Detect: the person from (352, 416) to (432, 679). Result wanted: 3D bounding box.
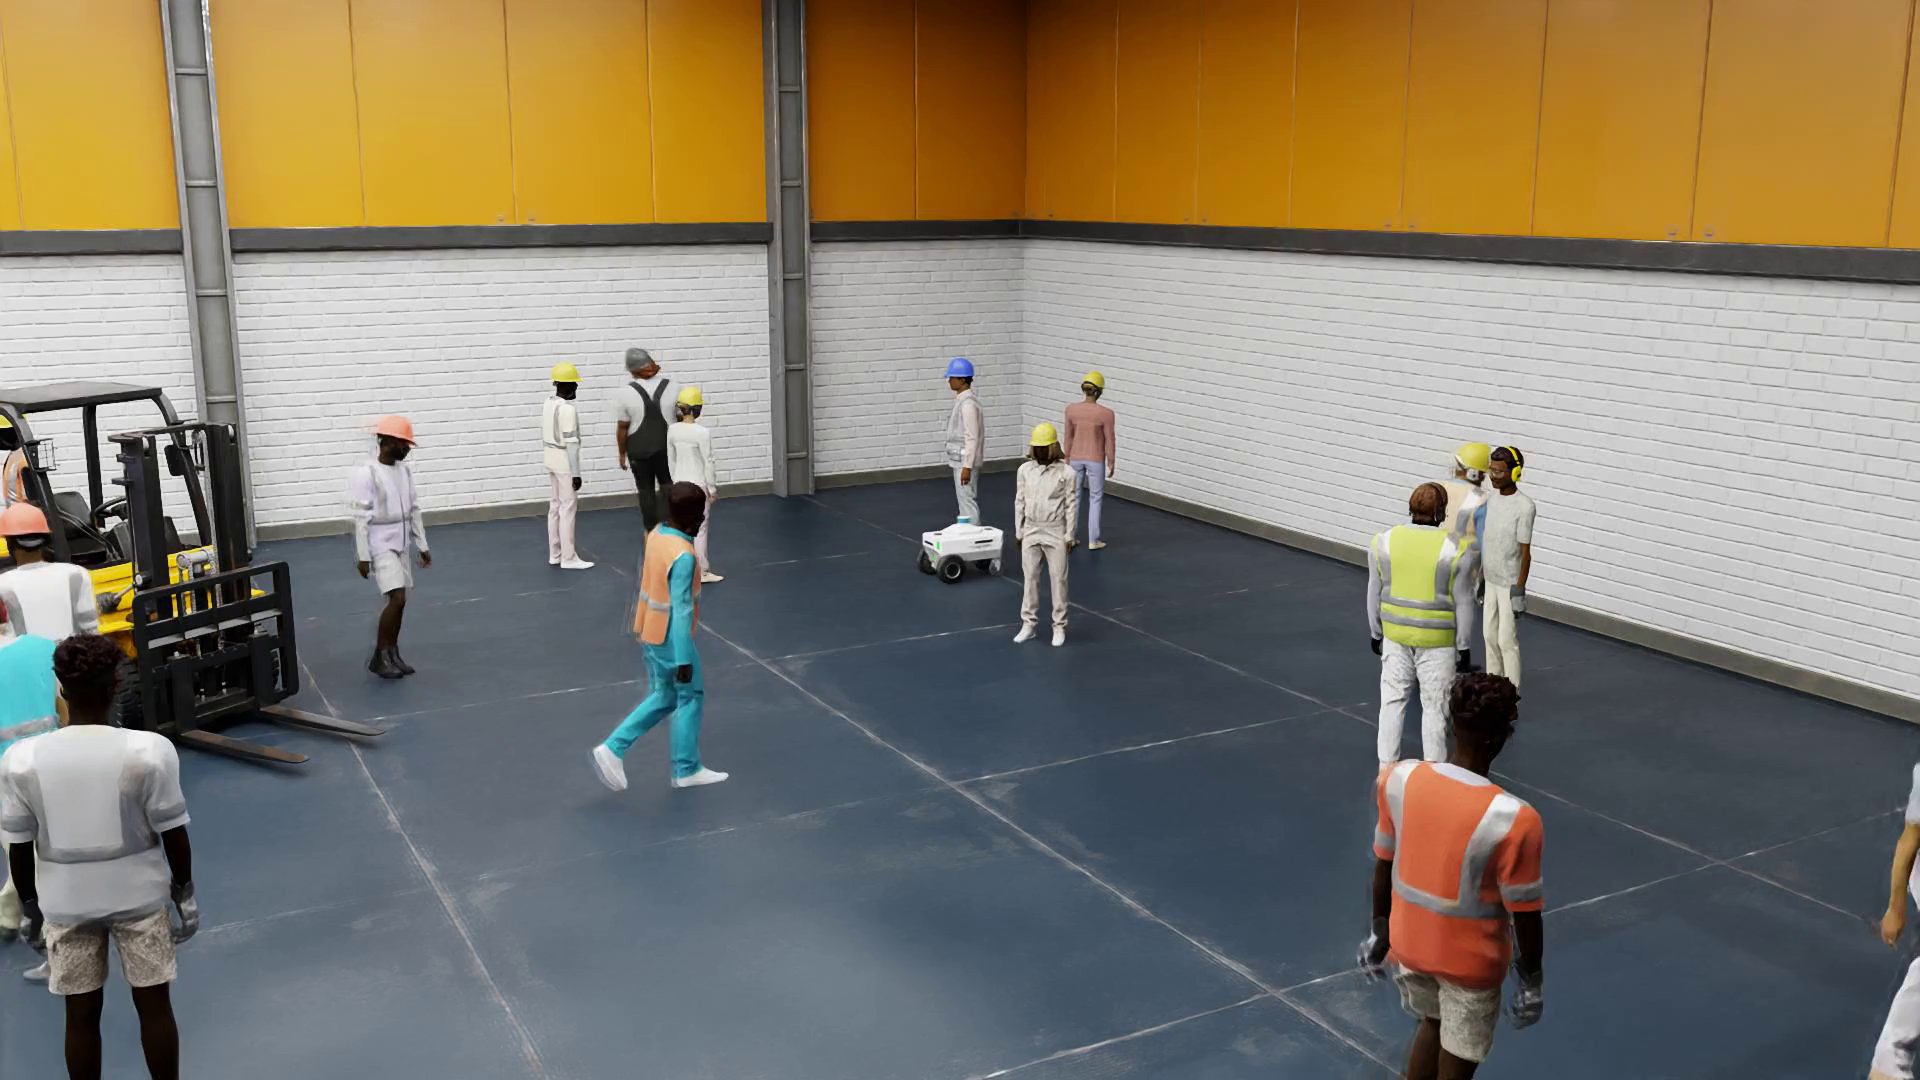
[{"bbox_3d":[-4.077,0.062,12.025,0.485,1.901,0.585,4,13,20],"label":"person"}]

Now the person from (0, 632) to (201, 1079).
[{"bbox_3d":[-3.107,1.295,6.066,0.613,1.963,0.361,-3,12,-12],"label":"person"}]

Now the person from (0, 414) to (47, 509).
[{"bbox_3d":[-7.135,-0.094,12.702,0.397,1.917,0.594,-8,14,-32],"label":"person"}]

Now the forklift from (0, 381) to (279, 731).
[{"bbox_3d":[-5.853,0.085,11.199,2.313,2.155,1.214,7,14,28],"label":"forklift"}]

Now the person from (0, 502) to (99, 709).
[{"bbox_3d":[-4.923,0.739,8.846,0.809,1.895,0.586,10,15,38],"label":"person"}]

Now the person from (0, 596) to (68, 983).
[{"bbox_3d":[-4.316,1.079,7.505,0.933,1.787,0.623,6,13,26],"label":"person"}]

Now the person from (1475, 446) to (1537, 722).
[{"bbox_3d":[3.577,0.296,11.012,0.334,1.860,0.509,-3,12,-13],"label":"person"}]

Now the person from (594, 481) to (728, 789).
[{"bbox_3d":[-1.745,0.582,9.651,0.726,1.876,0.609,-6,13,-26],"label":"person"}]

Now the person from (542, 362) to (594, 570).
[{"bbox_3d":[-3.661,-0.690,15.464,0.385,1.925,0.591,-8,15,-34],"label":"person"}]

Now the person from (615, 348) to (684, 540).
[{"bbox_3d":[-3.032,-0.951,16.419,0.754,2.000,0.625,-5,13,-21],"label":"person"}]

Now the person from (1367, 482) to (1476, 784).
[{"bbox_3d":[2.708,0.569,9.766,0.633,1.843,0.429,8,14,33],"label":"person"}]

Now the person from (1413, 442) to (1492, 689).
[{"bbox_3d":[3.455,0.188,11.755,0.867,1.775,0.600,-7,14,-29],"label":"person"}]

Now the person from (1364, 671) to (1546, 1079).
[{"bbox_3d":[1.728,1.382,5.695,0.497,1.947,0.633,-9,15,-37],"label":"person"}]

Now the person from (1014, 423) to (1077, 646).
[{"bbox_3d":[0.651,-0.041,12.861,0.492,1.740,0.324,4,13,20],"label":"person"}]

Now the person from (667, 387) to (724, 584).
[{"bbox_3d":[-2.386,-0.488,14.891,0.525,1.771,0.305,8,14,33],"label":"person"}]

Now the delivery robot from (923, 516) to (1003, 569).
[{"bbox_3d":[0.031,0.025,15.128,0.707,0.478,0.477,-6,14,-27],"label":"delivery robot"}]

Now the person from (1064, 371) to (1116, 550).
[{"bbox_3d":[1.270,-0.773,16.267,0.534,1.752,0.342,5,13,24],"label":"person"}]

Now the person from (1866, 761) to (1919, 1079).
[{"bbox_3d":[3.767,1.373,6.067,0.543,1.806,0.906,-5,13,-22],"label":"person"}]

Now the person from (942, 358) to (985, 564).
[{"bbox_3d":[0.033,-0.742,15.655,0.398,1.945,0.616,-1,12,-5],"label":"person"}]
